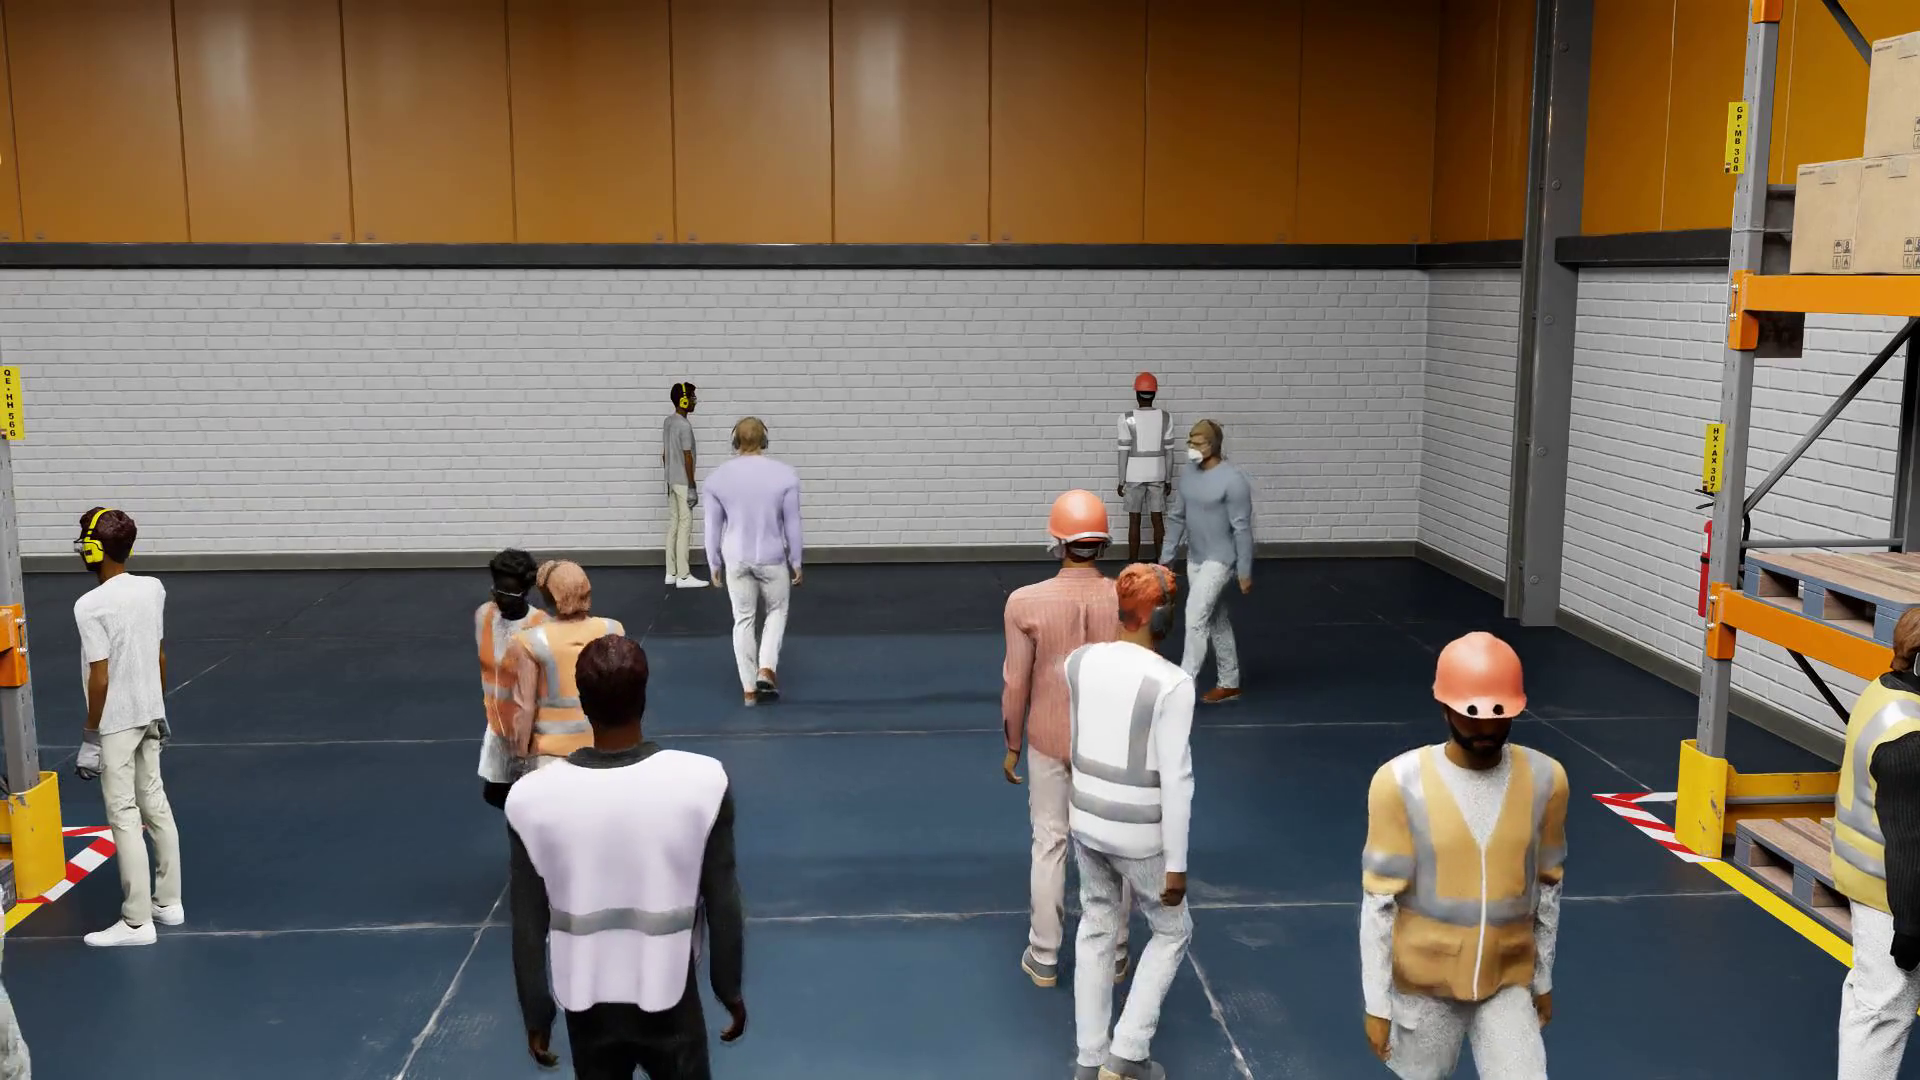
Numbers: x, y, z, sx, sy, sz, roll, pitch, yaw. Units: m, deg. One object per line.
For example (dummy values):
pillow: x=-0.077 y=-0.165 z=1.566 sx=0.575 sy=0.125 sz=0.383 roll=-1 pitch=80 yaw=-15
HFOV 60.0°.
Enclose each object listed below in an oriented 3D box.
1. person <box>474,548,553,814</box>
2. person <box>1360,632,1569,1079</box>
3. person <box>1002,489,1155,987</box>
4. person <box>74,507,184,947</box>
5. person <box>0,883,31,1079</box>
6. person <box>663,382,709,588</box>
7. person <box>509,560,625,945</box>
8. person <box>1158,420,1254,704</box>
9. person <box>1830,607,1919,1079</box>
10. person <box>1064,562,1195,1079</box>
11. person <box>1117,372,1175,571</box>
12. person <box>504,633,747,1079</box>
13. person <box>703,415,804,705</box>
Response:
person: x=-1.909 y=0.831 z=7.399 sx=0.568 sy=1.660 sz=0.528 roll=5 pitch=11 yaw=30
person: x=1.353 y=1.192 z=4.399 sx=0.568 sy=1.900 sz=0.872 roll=0 pitch=9 yaw=1
person: x=0.473 y=0.792 z=6.622 sx=0.622 sy=1.996 sz=0.372 roll=-1 pitch=9 yaw=-4
person: x=-3.555 y=0.787 z=7.053 sx=0.323 sy=1.871 sz=0.530 roll=1 pitch=9 yaw=8
person: x=-2.909 y=1.191 z=4.720 sx=0.598 sy=1.803 sz=0.766 roll=0 pitch=9 yaw=-2
person: x=-2.529 y=-0.503 z=15.150 sx=0.317 sy=1.870 sz=0.523 roll=-6 pitch=11 yaw=-32
person: x=-1.630 y=0.903 z=7.107 sx=0.542 sy=1.636 sz=0.425 roll=-7 pitch=11 yaw=-38
person: x=1.516 y=0.176 z=10.790 sx=0.925 sy=1.900 sz=0.641 roll=-4 pitch=10 yaw=-25
person: x=2.966 y=1.101 z=5.215 sx=0.430 sy=1.836 sz=0.619 roll=4 pitch=10 yaw=24
person: x=0.581 y=1.002 z=5.715 sx=0.416 sy=1.867 sz=0.615 roll=-9 pitch=12 yaw=-43
person: x=1.720 y=-0.592 z=15.497 sx=0.544 sy=1.939 sz=0.354 roll=-1 pitch=9 yaw=-9
person: x=-0.871 y=1.195 z=4.381 sx=0.611 sy=1.904 sz=0.637 roll=-1 pitch=9 yaw=-5
person: x=-1.354 y=0.137 z=10.955 sx=0.655 sy=1.926 sz=0.432 roll=0 pitch=9 yaw=0
